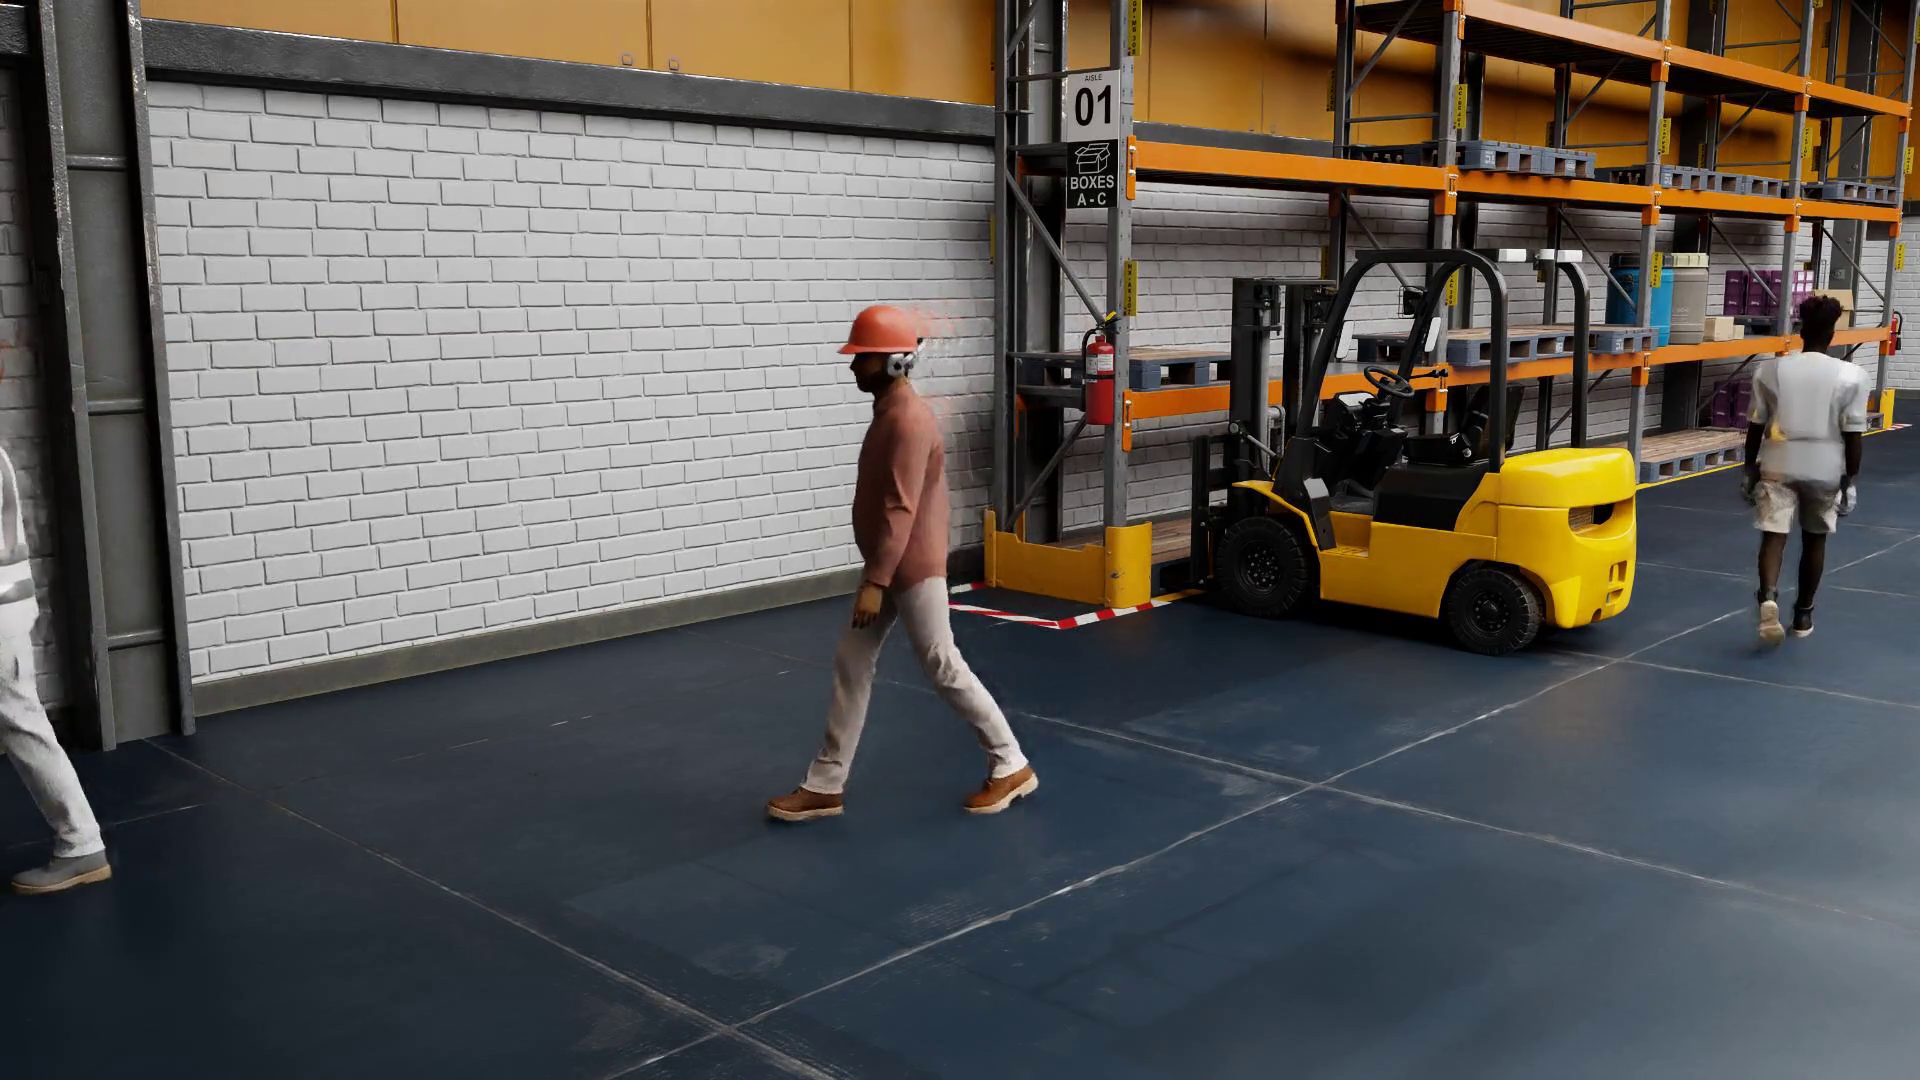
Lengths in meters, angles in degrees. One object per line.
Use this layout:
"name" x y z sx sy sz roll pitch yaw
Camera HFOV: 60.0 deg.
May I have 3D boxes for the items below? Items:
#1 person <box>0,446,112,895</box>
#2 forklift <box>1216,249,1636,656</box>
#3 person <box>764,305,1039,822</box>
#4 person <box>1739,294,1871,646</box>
"person" -3.278 0.290 5.356 0.896 1.837 0.598 -7 11 -35
"forklift" 2.710 -0.584 9.626 2.313 2.155 1.214 9 13 43
"person" -0.188 0.099 6.231 1.038 1.952 0.623 -3 10 -18
"person" 4.620 -0.378 9.145 0.617 1.942 0.865 6 11 31
